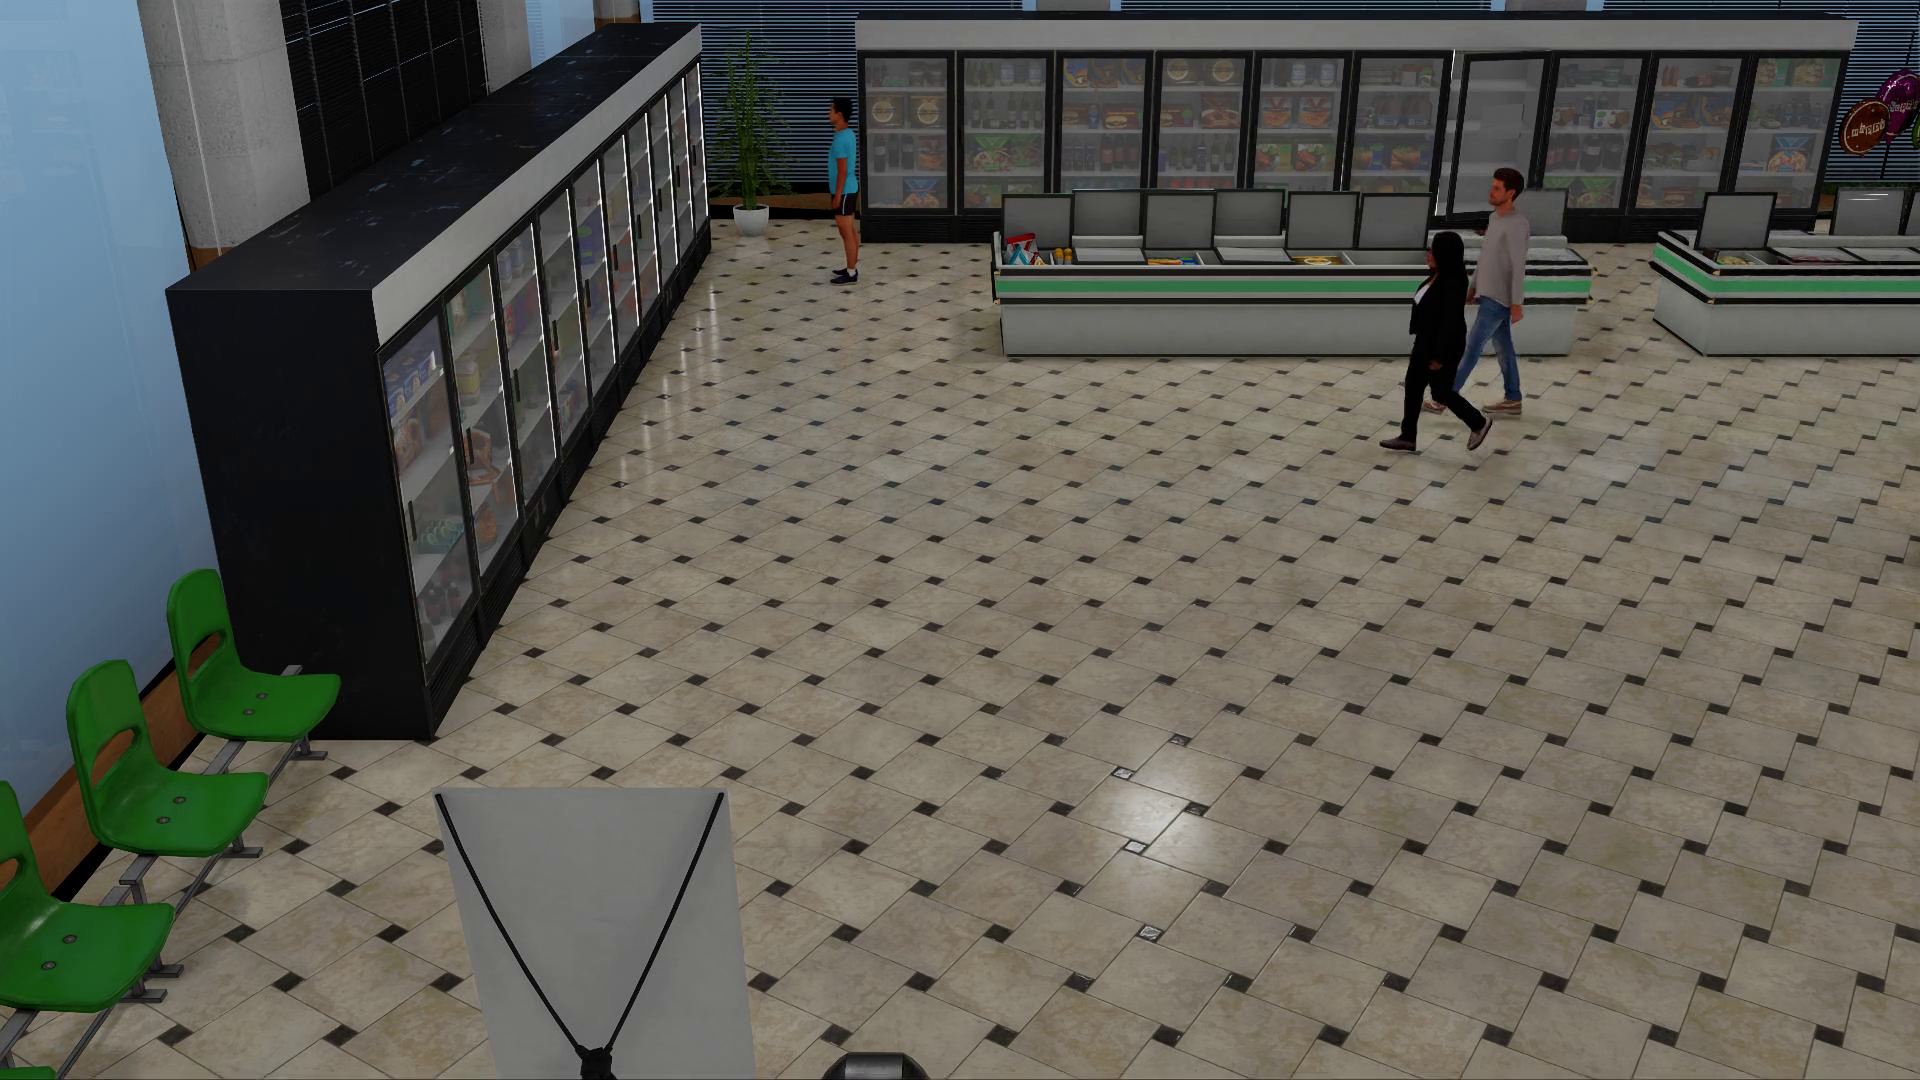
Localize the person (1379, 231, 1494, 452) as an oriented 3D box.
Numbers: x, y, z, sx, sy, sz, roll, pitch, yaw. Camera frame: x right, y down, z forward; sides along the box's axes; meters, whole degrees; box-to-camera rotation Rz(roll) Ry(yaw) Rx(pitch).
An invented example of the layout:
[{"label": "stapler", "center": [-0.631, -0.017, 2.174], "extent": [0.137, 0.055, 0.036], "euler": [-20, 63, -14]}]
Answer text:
[{"label": "person", "center": [3.423, -1.352, 11.660], "extent": [1.008, 1.599, 0.698], "euler": [-2, 24, -5]}]

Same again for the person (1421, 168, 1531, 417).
[{"label": "person", "center": [4.066, -1.783, 12.311], "extent": [1.100, 1.866, 0.695], "euler": [-1, 24, -1]}]

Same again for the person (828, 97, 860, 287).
[{"label": "person", "center": [-1.105, -3.360, 16.028], "extent": [0.543, 1.777, 0.636], "euler": [2, 24, 5]}]
